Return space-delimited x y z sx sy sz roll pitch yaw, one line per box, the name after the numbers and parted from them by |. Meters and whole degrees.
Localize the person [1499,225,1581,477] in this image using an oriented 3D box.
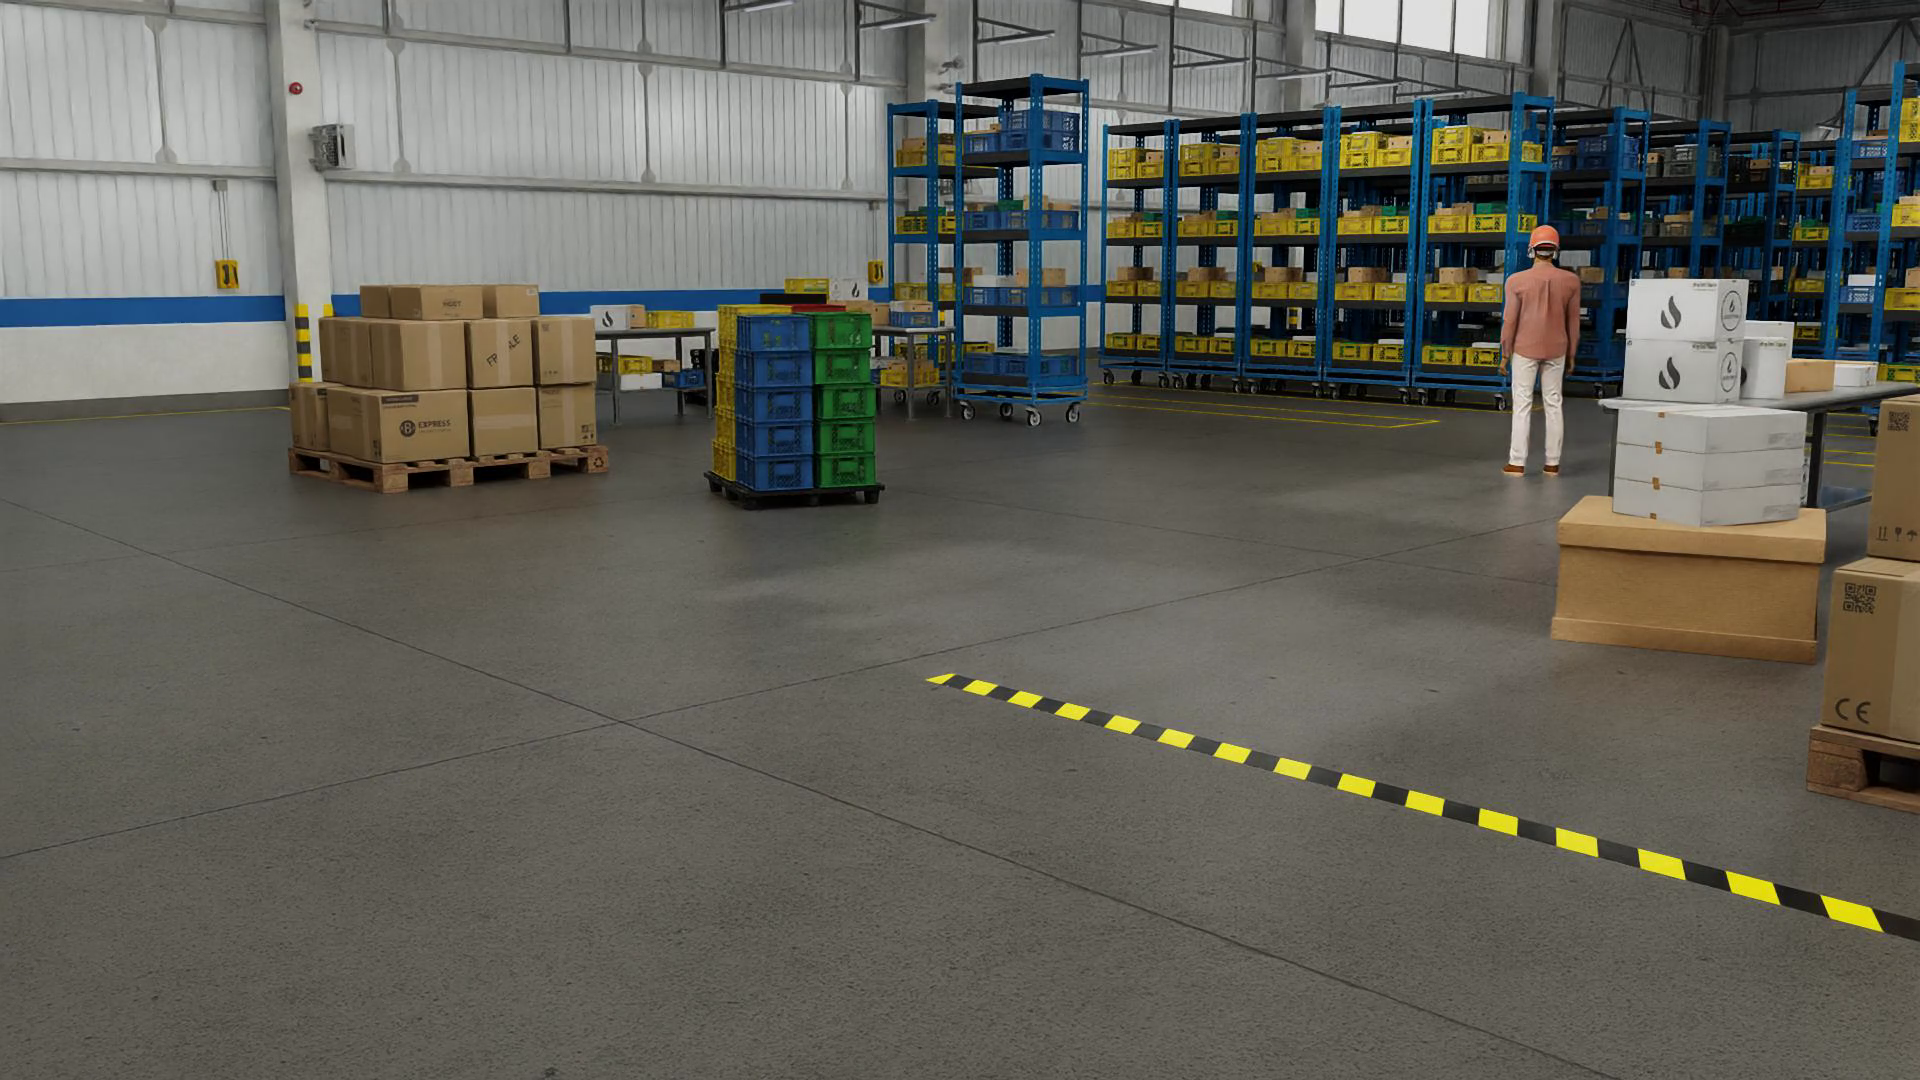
4.594 -1.488 13.215 0.622 1.993 0.384 0 9 1 | person
